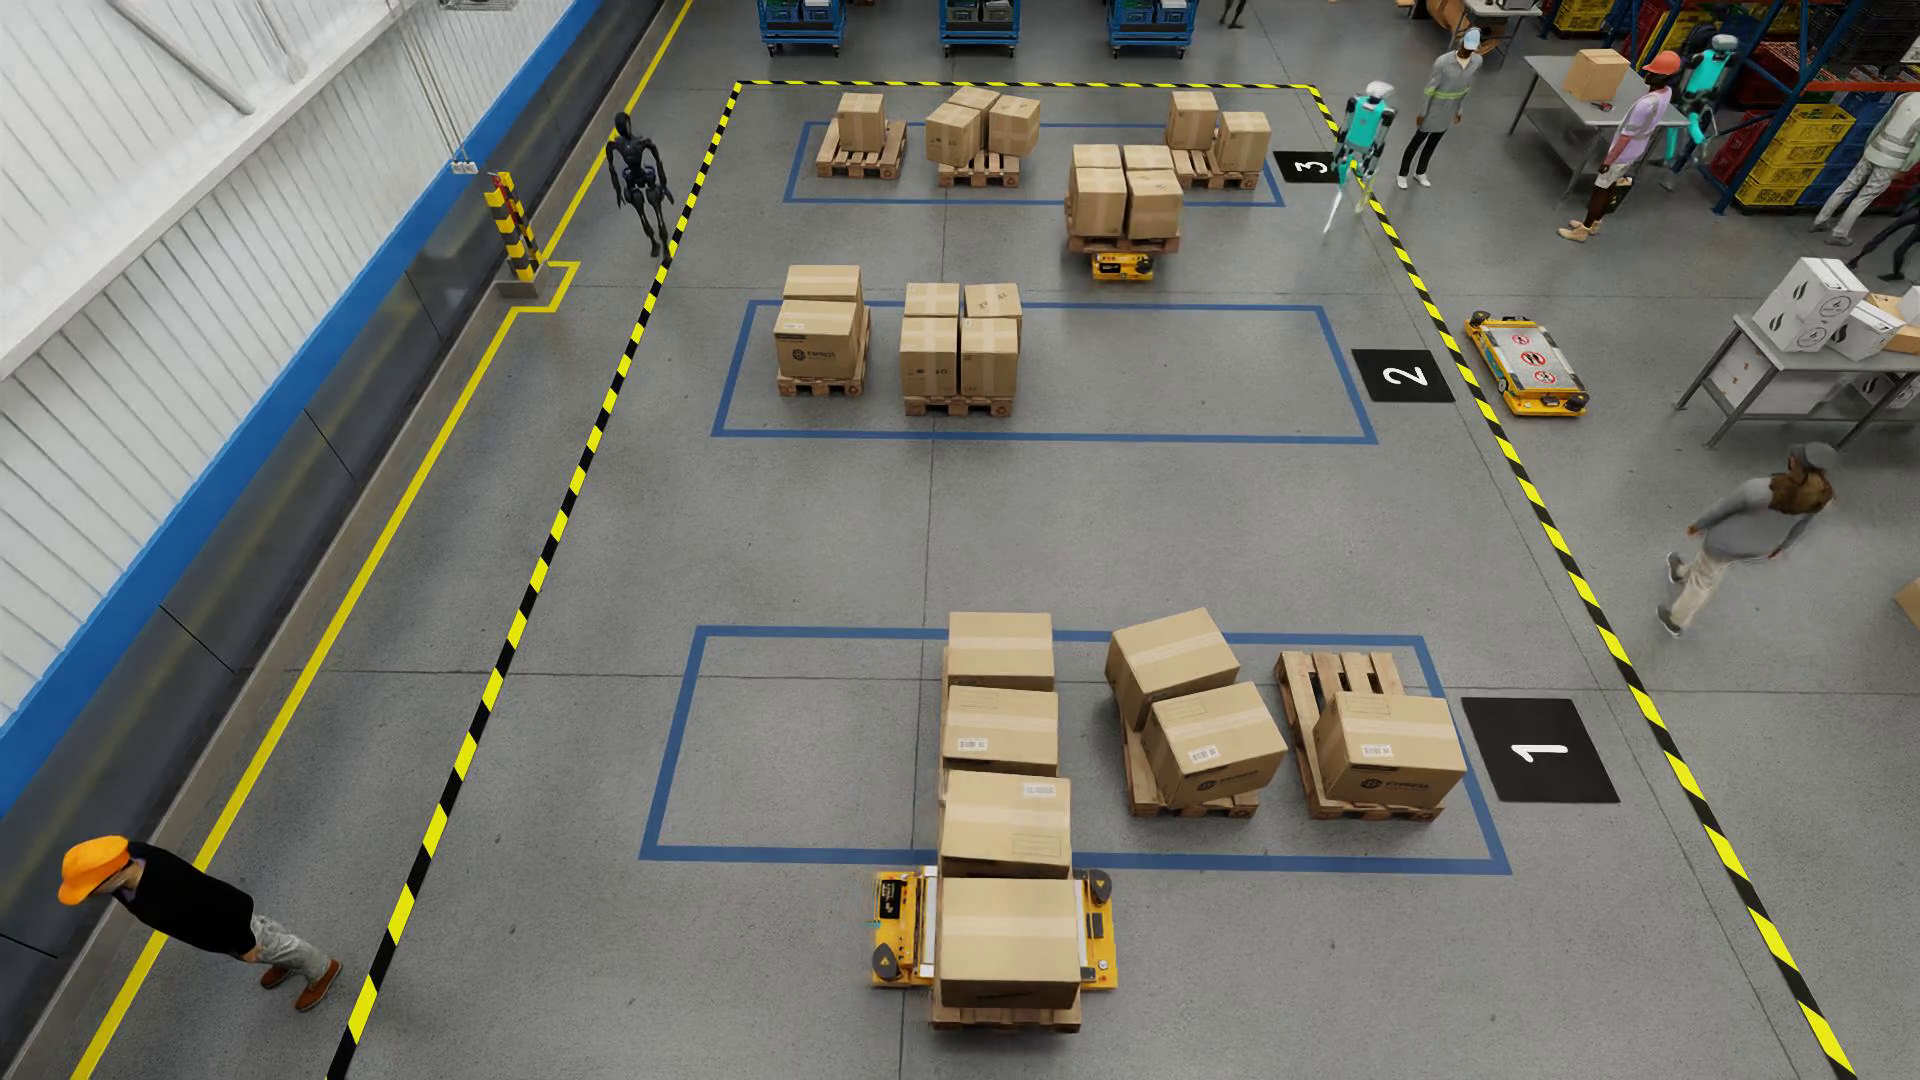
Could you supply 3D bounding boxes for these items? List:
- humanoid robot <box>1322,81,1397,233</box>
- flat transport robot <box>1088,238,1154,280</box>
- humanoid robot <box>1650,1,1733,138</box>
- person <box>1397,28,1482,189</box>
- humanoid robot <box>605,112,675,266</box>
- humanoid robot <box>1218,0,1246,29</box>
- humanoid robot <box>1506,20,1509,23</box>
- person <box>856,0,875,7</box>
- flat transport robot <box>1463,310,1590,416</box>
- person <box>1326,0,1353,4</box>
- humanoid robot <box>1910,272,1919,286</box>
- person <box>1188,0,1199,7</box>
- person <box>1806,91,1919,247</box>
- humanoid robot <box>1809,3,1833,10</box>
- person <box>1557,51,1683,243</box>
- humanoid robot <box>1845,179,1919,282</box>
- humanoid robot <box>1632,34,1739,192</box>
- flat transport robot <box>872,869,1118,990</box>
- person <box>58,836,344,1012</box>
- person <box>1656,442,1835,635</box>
[{"bbox_3d":[4.605,-4.382,10.375,0.556,1.765,0.979,35,58,26],"label":"humanoid robot"},{"bbox_3d":[1.811,-3.474,10.522,0.652,0.197,1.431,1,49,1],"label":"flat transport robot"},{"bbox_3d":[9.320,-6.060,11.844,0.370,1.641,0.612,3,49,3],"label":"humanoid robot"},{"bbox_3d":[5.735,-5.109,10.911,0.587,1.848,0.396,-7,49,-6],"label":"person"},{"bbox_3d":[-3.428,-3.775,9.872,0.616,1.638,0.513,-7,49,-6],"label":"humanoid robot"},{"bbox_3d":[4.449,-8.915,14.317,0.397,1.639,0.609,-35,58,-26],"label":"humanoid robot"},{"bbox_3d":[8.746,-8.971,14.391,0.587,1.644,0.524,-2,49,-2],"label":"humanoid robot"},{"bbox_3d":[-1.578,-9.758,14.875,0.371,1.940,0.627,2,49,2],"label":"person"},{"bbox_3d":[5.573,-1.757,9.054,0.659,0.231,1.431,1,49,1],"label":"flat transport robot"},{"bbox_3d":[6.484,-9.836,15.011,0.622,1.840,0.431,-14,51,-12],"label":"person"},{"bbox_3d":[10.567,-3.350,9.395,0.530,1.692,0.736,4,49,4],"label":"humanoid robot"},{"bbox_3d":[3.823,-9.645,14.759,0.601,1.966,0.367,-25,54,-20],"label":"person"},{"bbox_3d":[10.174,-4.194,10.053,0.386,1.946,0.613,-5,49,-5],"label":"person"},{"bbox_3d":[12.727,-8.135,13.635,0.315,1.655,0.599,-25,54,-20],"label":"humanoid robot"},{"bbox_3d":[7.259,-4.284,10.079,0.605,2.035,0.407,-34,57,-26],"label":"person"},{"bbox_3d":[10.172,-3.455,9.620,0.557,1.642,0.610,-8,50,-7],"label":"humanoid robot"},{"bbox_3d":[8.690,-4.965,10.863,0.543,1.730,1.040,-3,49,-3],"label":"humanoid robot"},{"bbox_3d":[0.211,2.319,5.508,1.431,0.197,0.652,1,49,1],"label":"flat transport robot"},{"bbox_3d":[-3.876,1.989,4.743,0.591,1.882,0.373,22,53,18],"label":"person"},{"bbox_3d":[5.607,-0.099,6.648,0.592,1.732,0.809,5,49,5],"label":"person"}]
